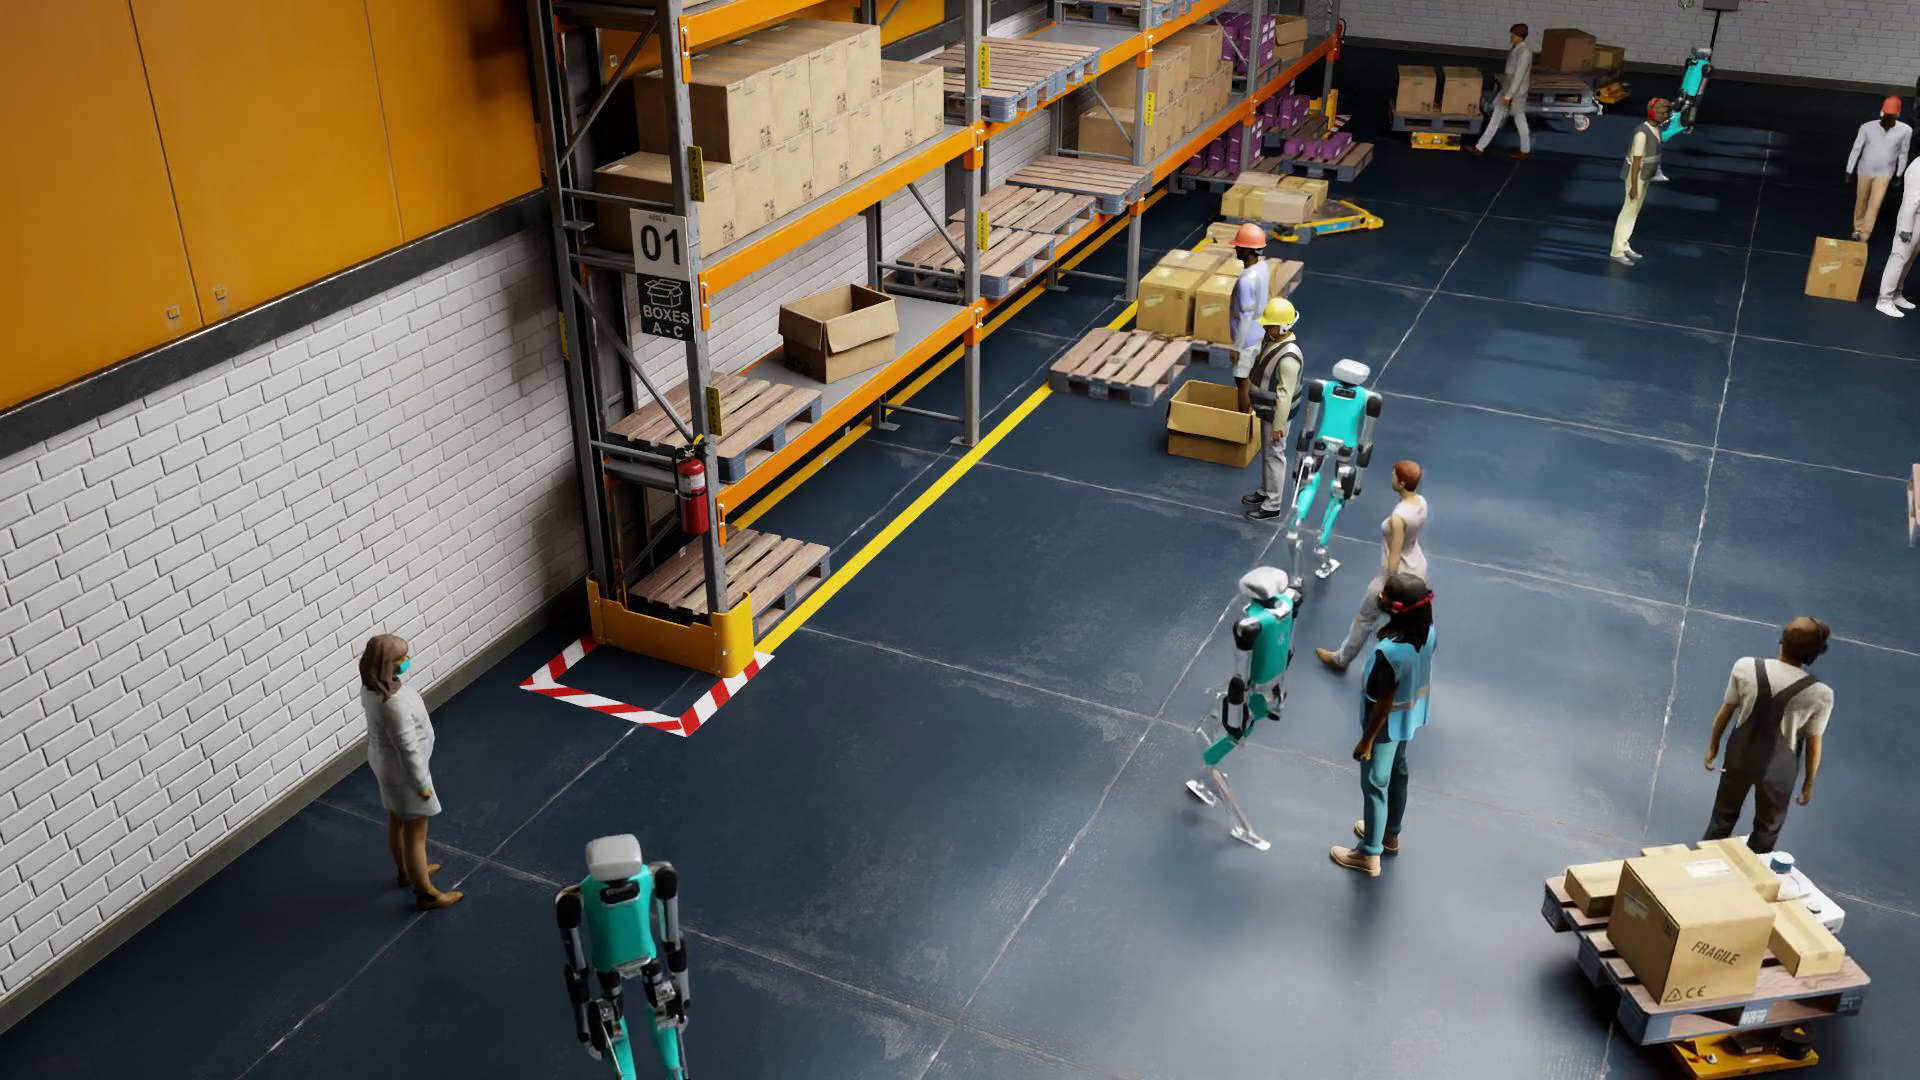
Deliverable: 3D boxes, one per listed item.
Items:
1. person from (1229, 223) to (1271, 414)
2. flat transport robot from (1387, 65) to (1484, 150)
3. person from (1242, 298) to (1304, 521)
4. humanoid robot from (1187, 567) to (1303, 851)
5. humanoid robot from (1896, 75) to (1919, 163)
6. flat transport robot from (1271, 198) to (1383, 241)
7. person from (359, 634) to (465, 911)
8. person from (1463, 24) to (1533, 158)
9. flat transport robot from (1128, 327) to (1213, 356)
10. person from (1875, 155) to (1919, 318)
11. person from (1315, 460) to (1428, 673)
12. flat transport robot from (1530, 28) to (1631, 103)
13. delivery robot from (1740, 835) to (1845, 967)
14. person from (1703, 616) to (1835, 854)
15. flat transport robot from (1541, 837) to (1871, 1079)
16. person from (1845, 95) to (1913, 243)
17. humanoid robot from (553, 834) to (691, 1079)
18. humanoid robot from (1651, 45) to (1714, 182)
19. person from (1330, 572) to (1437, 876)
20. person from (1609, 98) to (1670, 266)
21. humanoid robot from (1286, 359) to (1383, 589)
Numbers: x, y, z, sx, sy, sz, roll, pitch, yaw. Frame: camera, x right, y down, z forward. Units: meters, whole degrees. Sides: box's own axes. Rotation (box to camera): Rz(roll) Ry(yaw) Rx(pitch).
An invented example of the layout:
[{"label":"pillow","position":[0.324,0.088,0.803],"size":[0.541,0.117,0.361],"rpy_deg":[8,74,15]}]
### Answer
[{"label":"person","position":[2.427,-1.762,14.238],"size":[0.365,1.939,0.542],"rpy_deg":[12,31,21]},{"label":"flat transport robot","position":[6.642,-5.756,23.400],"size":[0.659,0.231,1.431],"rpy_deg":[4,29,8]},{"label":"person","position":[2.446,-1.025,12.995],"size":[0.403,1.825,0.589],"rpy_deg":[0,28,1]},{"label":"humanoid robot","position":[1.516,0.891,9.553],"size":[0.878,1.788,0.547],"rpy_deg":[25,37,38]},{"label":"humanoid robot","position":[12.361,-5.498,21.475],"size":[0.758,1.623,0.598],"rpy_deg":[5,29,10]},{"label":"flat transport robot","position":[4.258,-3.804,19.782],"size":[1.431,0.231,0.659],"rpy_deg":[-13,31,-22]},{"label":"person","position":[-2.985,1.234,8.968],"size":[0.343,1.663,0.486],"rpy_deg":[-18,33,-30]},{"label":"person","position":[7.342,-5.973,22.212],"size":[0.919,1.792,0.521],"rpy_deg":[-5,29,-9]},{"label":"flat transport robot","position":[2.462,-2.107,16.634],"size":[1.431,0.231,0.659],"rpy_deg":[-13,31,-23]},{"label":"person","position":[9.817,-3.255,17.042],"size":[0.413,1.908,0.638],"rpy_deg":[25,37,38]},{"label":"person","position":[2.791,0.203,10.909],"size":[0.465,1.618,0.812],"rpy_deg":[-25,37,-38]},{"label":"flat transport robot","position":[9.546,-7.000,25.708],"size":[1.431,0.231,0.659],"rpy_deg":[22,35,35]},{"label":"delivery robot","position":[4.314,1.913,8.862],"size":[0.499,0.577,0.769],"rpy_deg":[-9,30,-16]},{"label":"person","position":[4.246,1.210,8.844],"size":[0.558,1.832,0.365],"rpy_deg":[23,36,36]},{"label":"flat transport robot","position":[3.737,2.196,8.655],"size":[0.659,0.231,1.431],"rpy_deg":[-5,29,-9]},{"label":"person","position":[10.446,-4.207,19.000],"size":[0.590,1.701,0.896],"rpy_deg":[17,33,28]},{"label":"humanoid robot","position":[-1.350,2.211,7.198],"size":[0.536,1.892,0.755],"rpy_deg":[-13,31,-23]},{"label":"humanoid robot","position":[8.999,-5.321,21.123],"size":[0.776,1.853,0.540],"rpy_deg":[-3,28,-5]},{"label":"person","position":[2.365,1.016,9.161],"size":[0.378,1.864,0.541],"rpy_deg":[22,36,35]},{"label":"person","position":[7.534,-3.997,18.479],"size":[0.382,1.844,0.564],"rpy_deg":[19,33,31]},{"label":"humanoid robot","position":[2.590,-0.356,11.863],"size":[0.561,1.774,0.900],"rpy_deg":[14,31,24]}]
